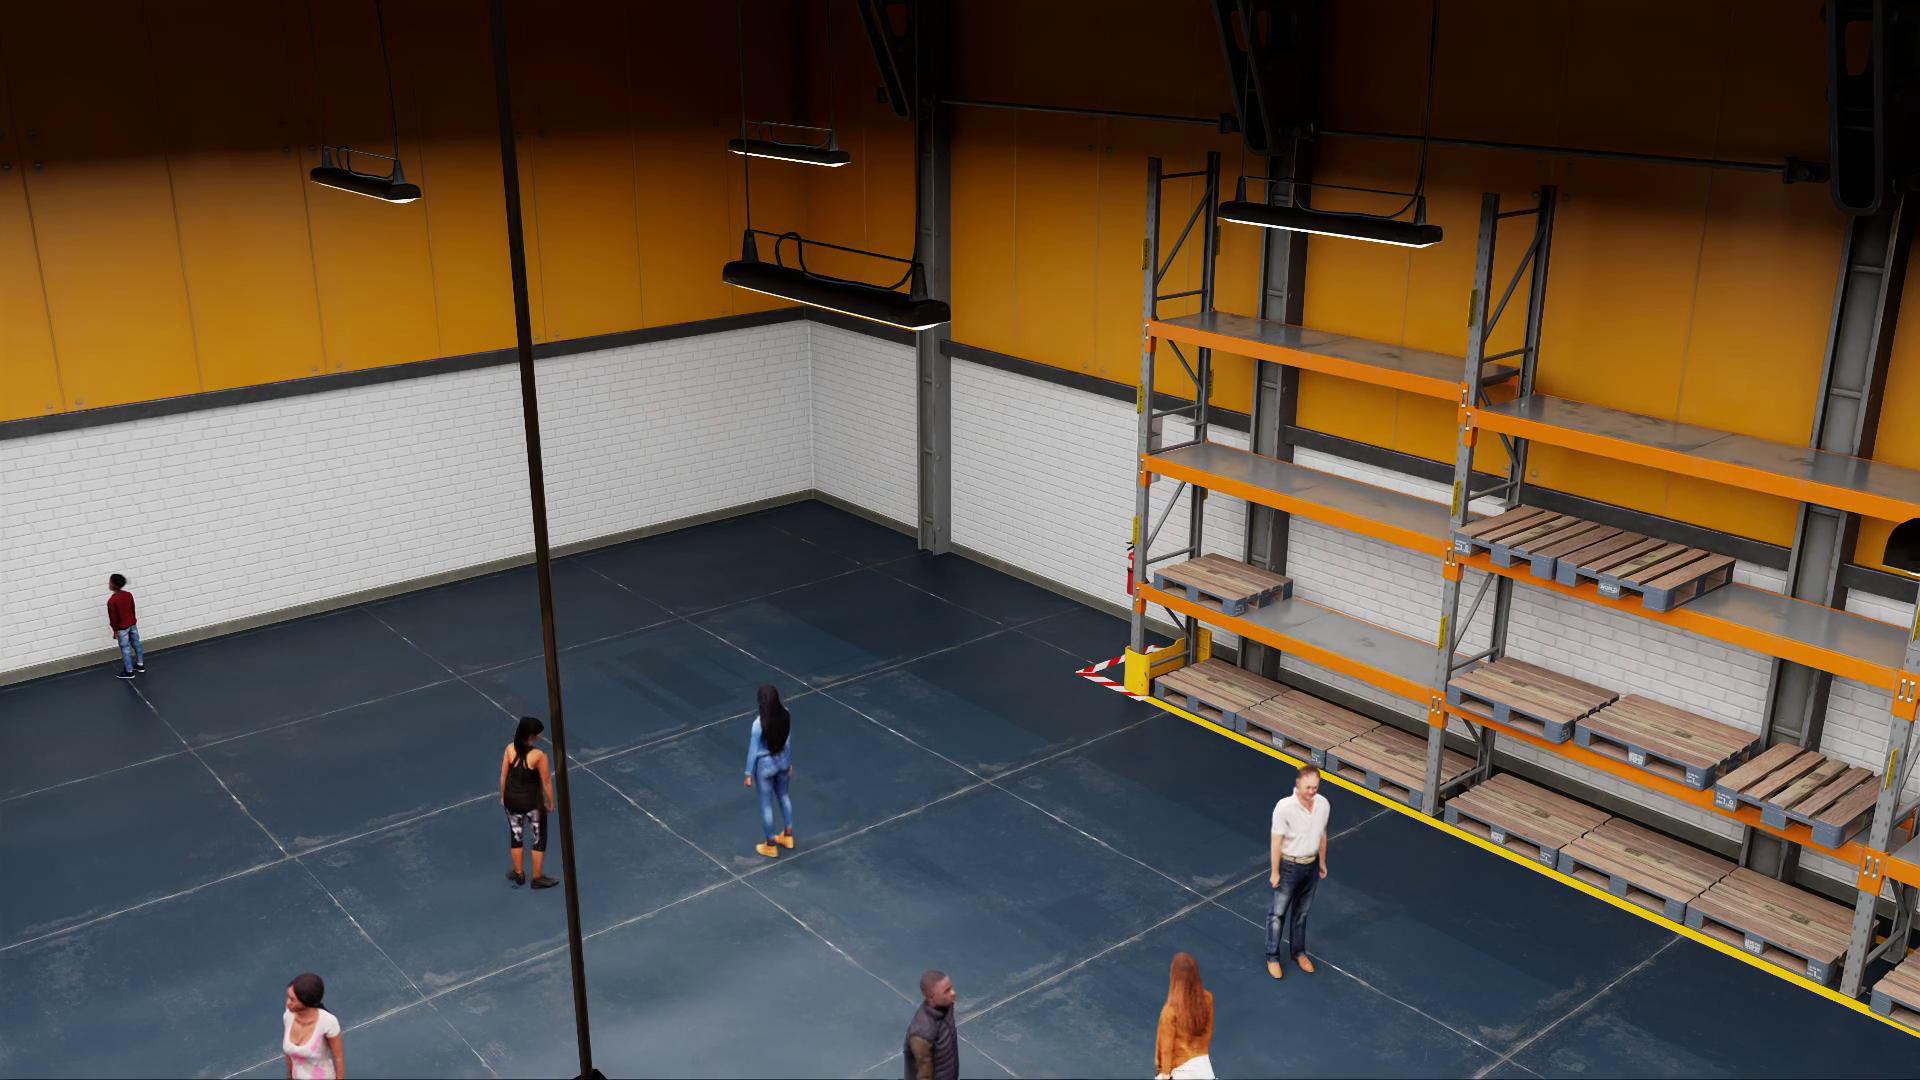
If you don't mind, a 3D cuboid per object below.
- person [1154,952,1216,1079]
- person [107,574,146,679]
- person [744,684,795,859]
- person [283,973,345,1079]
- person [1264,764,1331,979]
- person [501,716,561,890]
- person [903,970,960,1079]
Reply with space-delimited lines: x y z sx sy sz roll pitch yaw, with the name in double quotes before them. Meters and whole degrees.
"person" 1.555 3.579 11.019 0.786 1.673 1.187 -10 21 -27
"person" -9.729 0.985 19.374 0.615 1.256 0.582 6 19 16
"person" -1.702 2.124 15.282 0.606 1.709 0.666 16 24 39
"person" -4.197 3.588 10.885 0.608 1.741 0.712 6 20 18
"person" 2.732 2.641 13.528 0.742 1.850 0.717 -5 19 -16
"person" -3.917 2.314 14.797 0.699 1.658 0.819 0 19 -1
"person" -0.254 3.595 10.788 1.316 1.789 1.071 8 20 21
